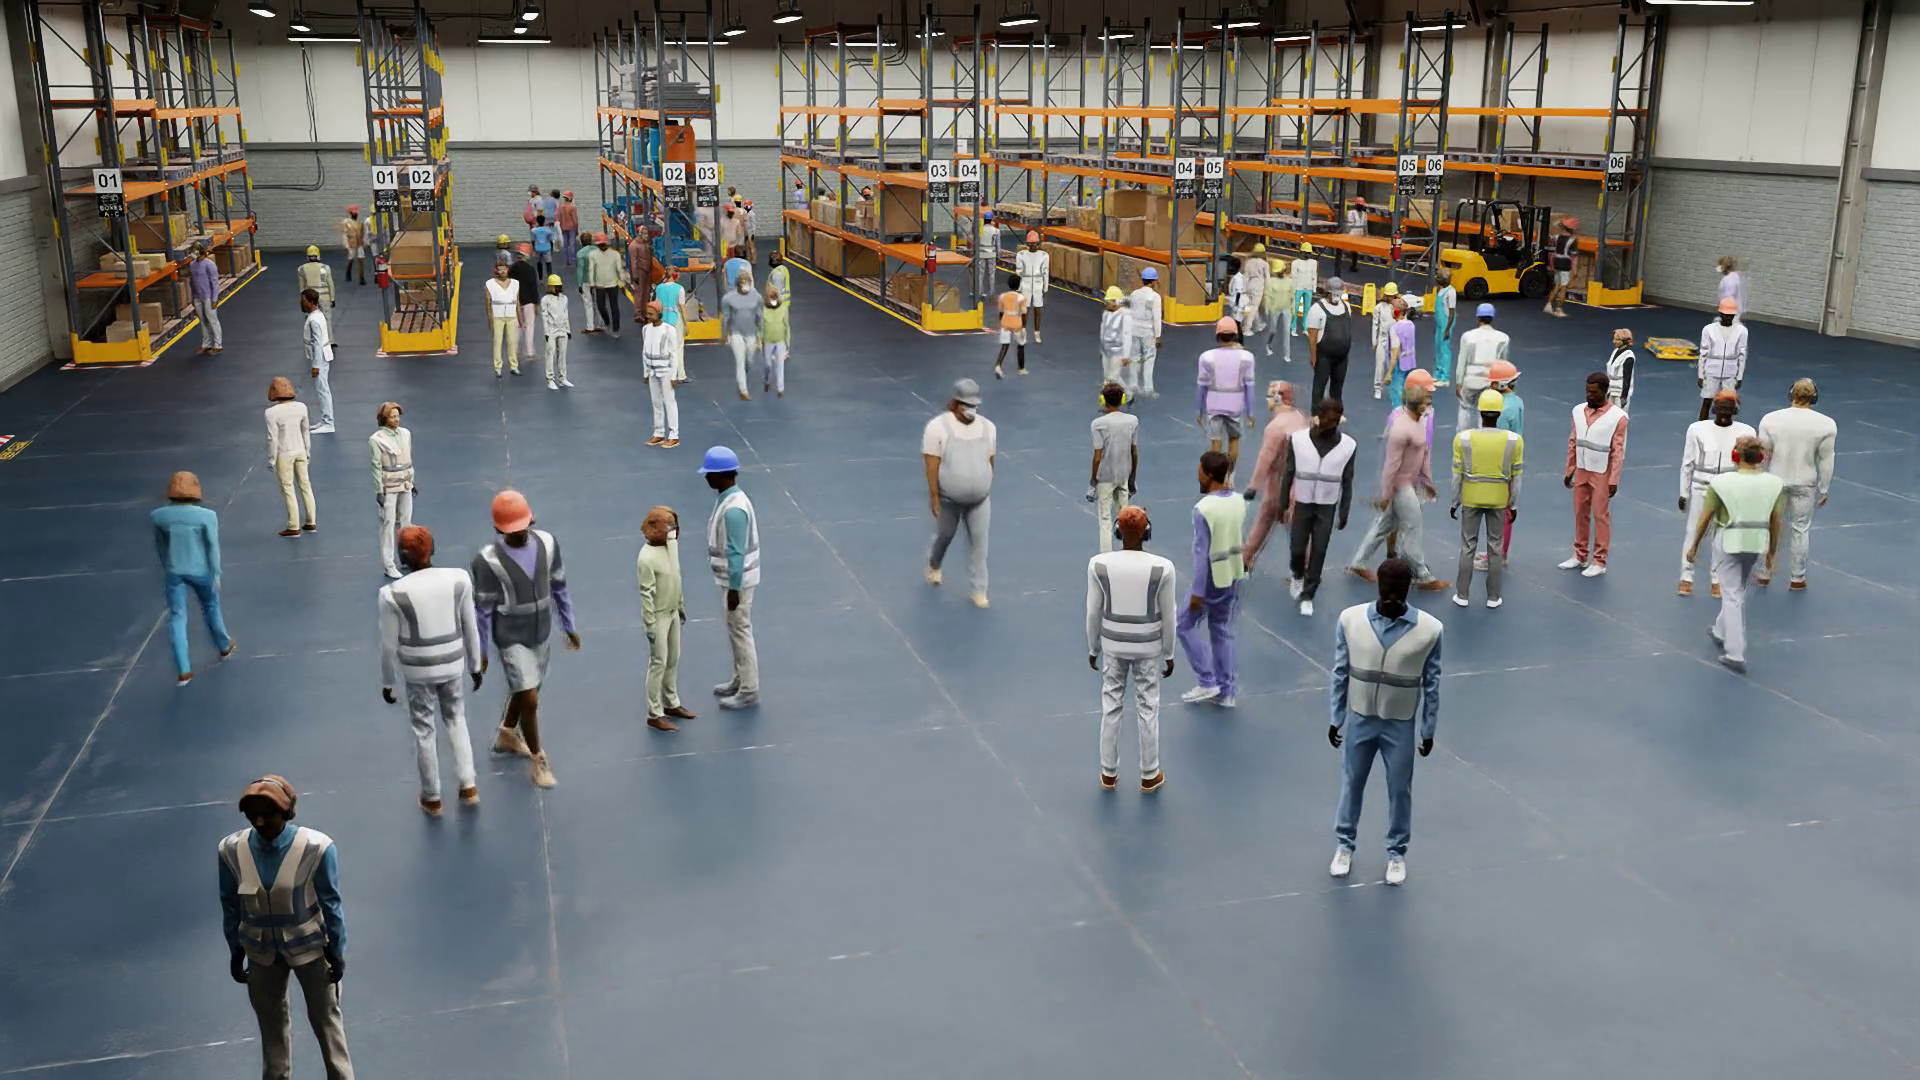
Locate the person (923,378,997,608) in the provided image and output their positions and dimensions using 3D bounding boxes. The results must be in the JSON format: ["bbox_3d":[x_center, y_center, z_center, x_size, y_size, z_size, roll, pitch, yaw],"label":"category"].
[{"bbox_3d":[-0.008,-0.486,14.767,0.679,2.000,0.916,-4,15,-15],"label":"person"}]

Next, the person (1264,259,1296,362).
[{"bbox_3d":[5.429,-3.932,28.331,0.544,1.727,0.714,-1,15,-3],"label":"person"}]

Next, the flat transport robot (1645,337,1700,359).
[{"bbox_3d":[12.357,-3.328,28.852,0.652,0.197,1.431,3,15,12],"label":"flat transport robot"}]

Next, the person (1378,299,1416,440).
[{"bbox_3d":[5.706,-2.203,21.601,0.390,1.846,0.564,11,19,36],"label":"person"}]

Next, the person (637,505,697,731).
[{"bbox_3d":[-2.084,0.542,11.698,0.287,1.623,0.508,4,15,16],"label":"person"}]

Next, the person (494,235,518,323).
[{"bbox_3d":[-8.997,-5.168,32.954,0.485,1.745,0.296,11,19,36],"label":"person"}]

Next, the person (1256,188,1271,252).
[{"bbox_3d":[8.799,-9.285,48.133,0.408,1.908,0.641,-5,16,-17],"label":"person"}]

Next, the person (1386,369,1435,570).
[{"bbox_3d":[4.222,-0.634,15.519,0.545,1.939,0.354,-11,18,-35],"label":"person"}]

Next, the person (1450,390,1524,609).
[{"bbox_3d":[4.558,-0.349,14.462,0.587,1.930,0.360,4,15,13],"label":"person"}]

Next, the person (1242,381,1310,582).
[{"bbox_3d":[2.898,-0.541,15.326,0.989,1.853,0.648,7,16,24],"label":"person"}]

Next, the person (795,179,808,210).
[{"bbox_3d":[-4.956,-10.250,51.718,0.375,1.931,0.542,12,19,37],"label":"person"}]

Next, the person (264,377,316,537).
[{"bbox_3d":[-6.812,-0.845,16.896,0.265,1.631,0.507,8,17,27],"label":"person"}]

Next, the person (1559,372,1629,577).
[{"bbox_3d":[5.925,-0.624,15.549,0.409,1.908,0.597,-8,17,-28],"label":"person"}]

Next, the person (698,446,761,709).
[{"bbox_3d":[-1.668,0.266,12.140,0.426,1.938,0.624,-4,15,-13],"label":"person"}]

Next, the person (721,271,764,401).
[{"bbox_3d":[-3.242,-3.056,24.701,0.647,1.911,0.803,-6,16,-22],"label":"person"}]

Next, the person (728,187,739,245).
[{"bbox_3d":[-6.654,-9.474,48.983,0.348,1.839,0.503,1,15,4],"label":"person"}]

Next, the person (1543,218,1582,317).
[{"bbox_3d":[12.275,-5.516,33.794,0.417,2.002,0.710,-5,16,-19],"label":"person"}]

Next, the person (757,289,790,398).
[{"bbox_3d":[-2.799,-2.957,24.903,0.505,1.614,0.699,-4,15,-16],"label":"person"}]

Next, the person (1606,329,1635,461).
[{"bbox_3d":[8.100,-1.784,20.442,0.313,1.633,0.519,0,15,1],"label":"person"}]

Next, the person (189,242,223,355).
[{"bbox_3d":[-13.135,-4.194,28.912,0.636,1.938,0.358,8,17,27],"label":"person"}]

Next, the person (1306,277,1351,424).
[{"bbox_3d":[5.070,-2.595,22.703,0.690,2.000,0.535,-7,17,-26],"label":"person"}]

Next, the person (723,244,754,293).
[{"bbox_3d":[-3.912,-4.345,29.675,0.625,1.840,0.430,10,18,34],"label":"person"}]

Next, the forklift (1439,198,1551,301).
[{"bbox_3d":[11.913,-6.508,37.130,2.313,2.155,1.214,-4,15,-15],"label":"forklift"}]

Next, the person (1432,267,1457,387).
[{"bbox_3d":[7.457,-3.281,25.686,0.334,1.839,0.549,-1,15,-4],"label":"person"}]

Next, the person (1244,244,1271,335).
[{"bbox_3d":[5.633,-4.735,31.419,0.498,1.687,0.950,14,20,42],"label":"person"}]

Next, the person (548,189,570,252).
[{"bbox_3d":[-11.526,-9.216,48.065,0.863,1.808,0.643,0,15,-1],"label":"person"}]

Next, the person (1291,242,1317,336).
[{"bbox_3d":[6.429,-4.682,31.104,0.528,1.759,0.344,-4,15,-15],"label":"person"}]

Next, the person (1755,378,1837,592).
[{"bbox_3d":[7.492,-0.494,14.990,0.635,1.937,0.354,9,17,30],"label":"person"}]

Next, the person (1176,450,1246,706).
[{"bbox_3d":[1.820,0.289,12.115,0.500,1.898,0.632,12,19,38],"label":"person"}]

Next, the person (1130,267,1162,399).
[{"bbox_3d":[2.768,-3.075,24.717,0.424,1.939,0.610,-11,18,-36],"label":"person"}]

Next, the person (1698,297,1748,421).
[{"bbox_3d":[9.659,-2.114,21.111,0.544,1.930,0.388,4,15,16],"label":"person"}]

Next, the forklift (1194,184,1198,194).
[{"bbox_3d":[7.392,-11.333,53.972,1.873,2.768,1.129,-4,15,-15],"label":"forklift"}]

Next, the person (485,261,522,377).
[{"bbox_3d":[-7.301,-3.544,26.646,0.564,1.846,0.390,-10,18,-32],"label":"person"}]

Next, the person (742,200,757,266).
[{"bbox_3d":[-5.604,-8.148,44.147,0.336,1.749,0.575,-8,17,-27],"label":"person"}]

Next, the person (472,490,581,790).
[{"bbox_3d":[-2.883,0.596,10.823,0.793,1.991,0.693,12,19,39],"label":"person"}]

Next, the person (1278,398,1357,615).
[{"bbox_3d":[3.071,-0.307,14.369,0.637,1.893,0.482,2,15,9],"label":"person"}]

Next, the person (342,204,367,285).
[{"bbox_3d":[-14.473,-7.063,39.745,0.565,1.920,0.675,-12,19,-38],"label":"person"}]

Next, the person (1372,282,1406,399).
[{"bbox_3d":[6.346,-2.945,24.613,0.493,1.732,0.324,1,15,5],"label":"person"}]

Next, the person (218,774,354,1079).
[{"bbox_3d":[-2.866,1.762,7.101,0.513,1.631,0.318,0,15,-1],"label":"person"}]

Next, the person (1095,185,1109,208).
[{"bbox_3d":[4.178,-9.269,47.991,0.605,1.951,0.380,-2,15,-9],"label":"person"}]

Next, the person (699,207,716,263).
[{"bbox_3d":[-6.616,-8.190,44.084,0.650,1.883,0.503,-13,20,-41],"label":"person"}]
